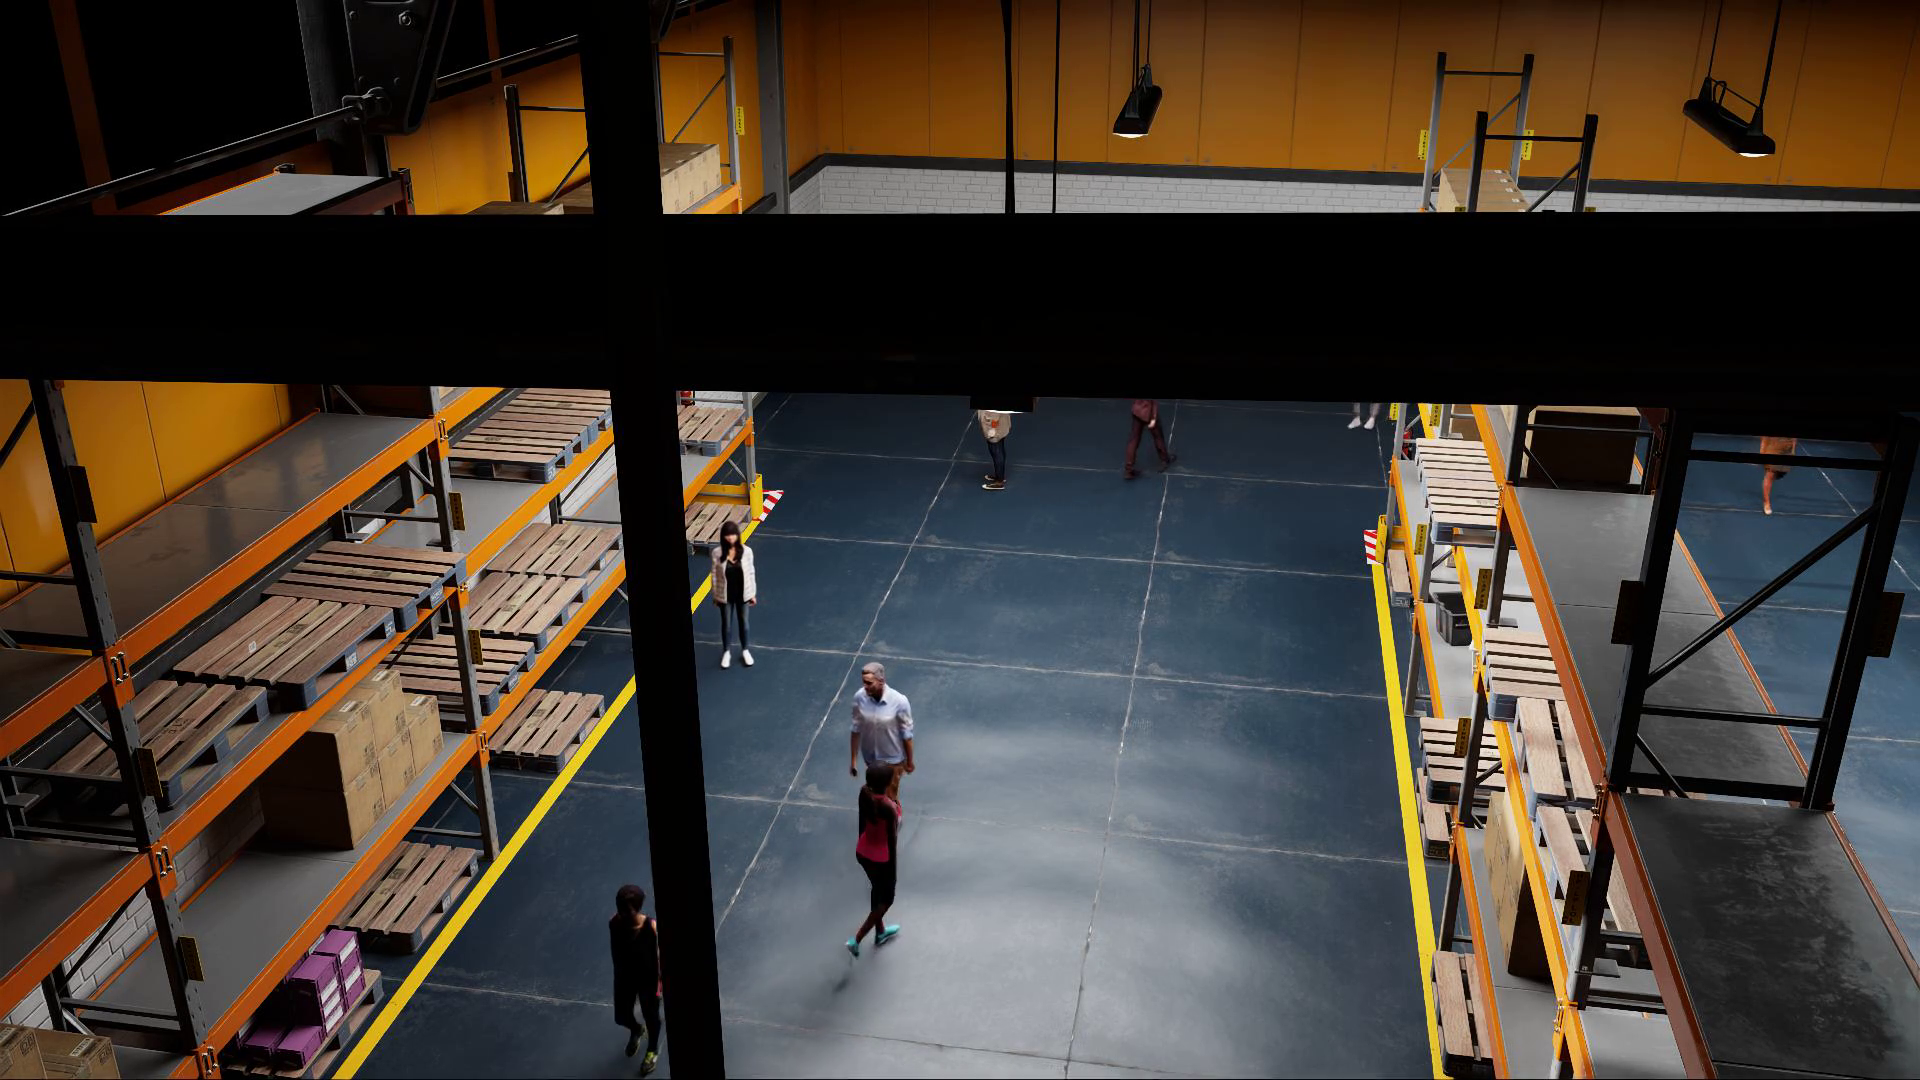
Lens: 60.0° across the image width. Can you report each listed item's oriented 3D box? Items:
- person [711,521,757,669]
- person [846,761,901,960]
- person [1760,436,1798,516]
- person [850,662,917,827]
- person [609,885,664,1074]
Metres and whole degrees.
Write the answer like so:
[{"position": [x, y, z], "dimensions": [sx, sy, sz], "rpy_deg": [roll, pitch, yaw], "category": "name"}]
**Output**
[{"position": [-2.394, 0.557, 17.618], "dimensions": [0.694, 1.637, 0.677], "rpy_deg": [-5, 24, -11], "category": "person"}, {"position": [-0.710, 2.537, 13.006], "dimensions": [0.883, 1.702, 1.024], "rpy_deg": [18, 29, 35], "category": "person"}, {"position": [10.550, -1.159, 21.518], "dimensions": [0.616, 1.657, 0.901], "rpy_deg": [1, 24, 1], "category": "person"}, {"position": [-0.639, 1.832, 14.524], "dimensions": [0.855, 1.779, 1.126], "rpy_deg": [10, 26, 22], "category": "person"}, {"position": [-2.272, 3.085, 11.951], "dimensions": [0.539, 1.544, 0.555], "rpy_deg": [4, 24, 9], "category": "person"}]
